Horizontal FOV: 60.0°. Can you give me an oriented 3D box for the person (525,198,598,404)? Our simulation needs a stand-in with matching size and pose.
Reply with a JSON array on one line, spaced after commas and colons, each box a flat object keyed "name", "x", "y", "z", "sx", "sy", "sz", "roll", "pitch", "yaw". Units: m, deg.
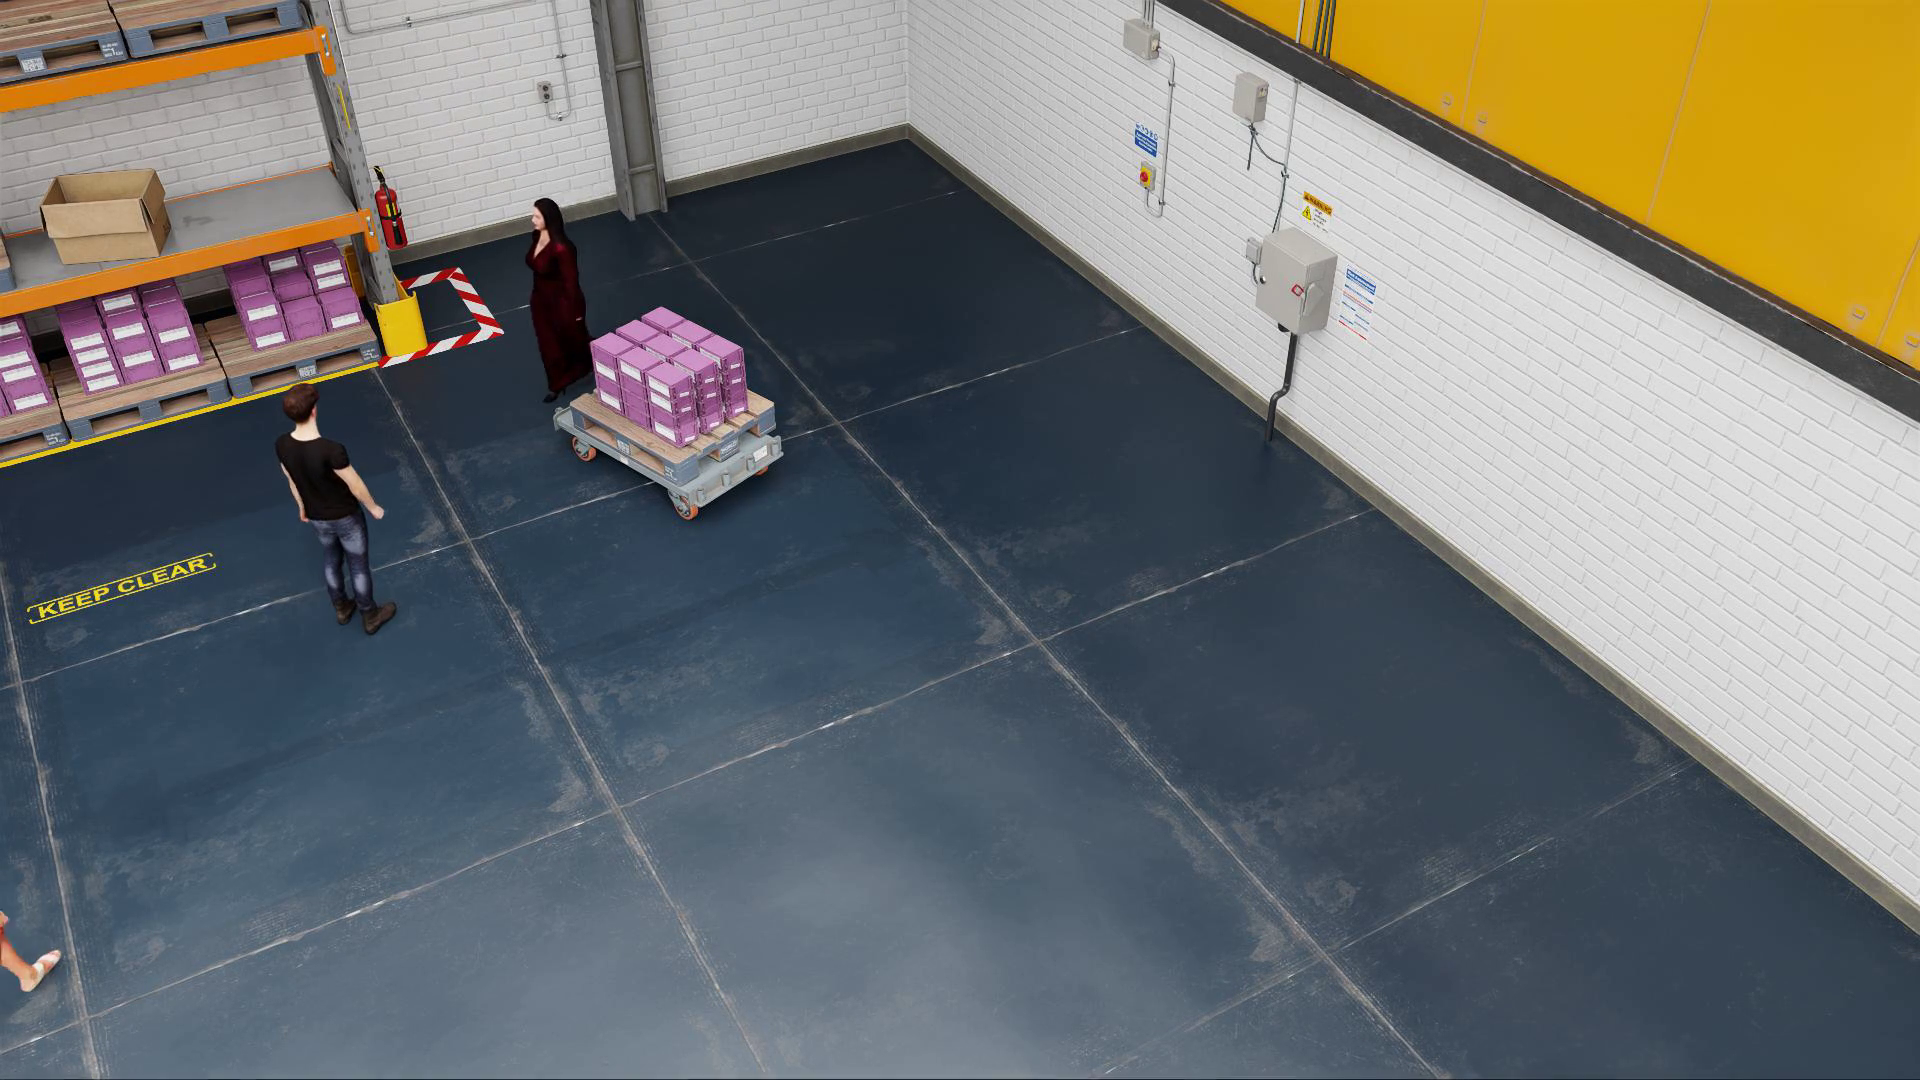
[{"name": "person", "x": -3.058, "y": -1.893, "z": 13.058, "sx": 1.053, "sy": 1.738, "sz": 0.789, "roll": -29, "pitch": 47, "yaw": -31}]

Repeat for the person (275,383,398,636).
[{"name": "person", "x": -4.055, "y": -0.154, "z": 10.758, "sx": 0.795, "sy": 1.892, "sz": 0.855, "roll": 10, "pitch": 40, "yaw": 12}]
